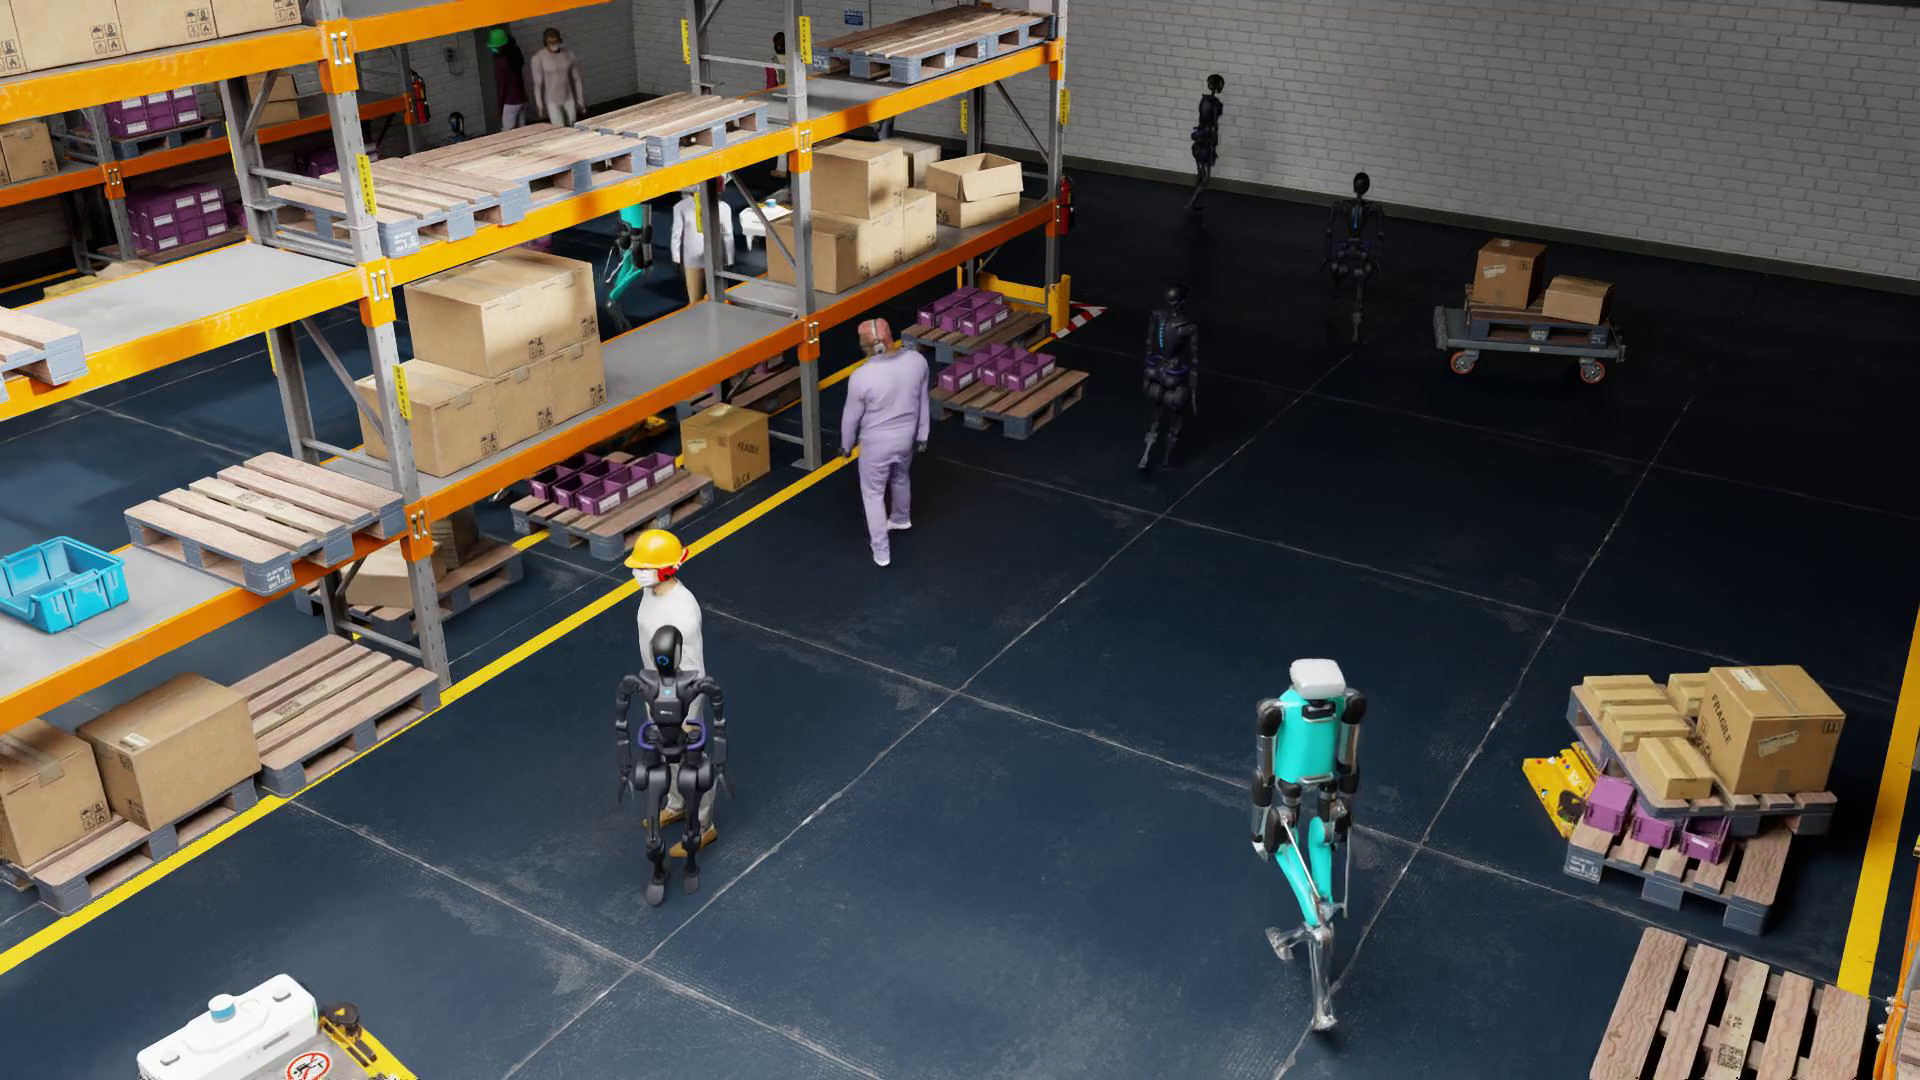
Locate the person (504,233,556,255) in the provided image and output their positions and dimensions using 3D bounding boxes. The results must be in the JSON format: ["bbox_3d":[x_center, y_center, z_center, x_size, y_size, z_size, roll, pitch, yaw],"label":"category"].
[{"bbox_3d":[-3.948,-2.555,15.506,0.535,1.830,0.521,13,30,23],"label":"person"}]

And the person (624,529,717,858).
[{"bbox_3d":[-1.530,0.800,8.829,0.360,1.896,0.562,-17,31,-30],"label":"person"}]

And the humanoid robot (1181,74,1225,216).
[{"bbox_3d":[2.910,-4.768,20.046,0.477,1.645,0.608,-5,27,-9],"label":"humanoid robot"}]

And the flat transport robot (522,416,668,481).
[{"bbox_3d":[-3.160,-0.827,13.828,0.659,0.231,1.431,16,31,29],"label":"flat transport robot"}]

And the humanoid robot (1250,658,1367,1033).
[{"bbox_3d":[1.699,1.481,7.678,0.540,1.767,0.975,-6,28,-12],"label":"humanoid robot"}]

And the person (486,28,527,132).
[{"bbox_3d":[-5.790,-5.684,21.594,0.388,1.909,0.624,7,28,13],"label":"person"}]

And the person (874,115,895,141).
[{"bbox_3d":[-0.970,-5.354,21.237,0.287,1.633,0.499,7,28,13],"label":"person"}]

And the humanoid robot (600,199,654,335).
[{"bbox_3d":[-3.247,-2.641,15.825,0.692,1.837,0.531,-22,34,-36],"label":"humanoid robot"}]

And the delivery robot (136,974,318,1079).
[{"bbox_3d":[-3.240,2.297,7.375,0.499,0.613,0.807,21,34,36],"label":"delivery robot"}]

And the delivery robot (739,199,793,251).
[{"bbox_3d":[-2.096,-3.561,18.921,0.785,0.614,0.500,7,28,13],"label":"delivery robot"}]

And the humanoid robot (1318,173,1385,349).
[{"bbox_3d":[3.770,-2.711,16.005,0.610,1.630,0.689,5,27,11],"label":"humanoid robot"}]

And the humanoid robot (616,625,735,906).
[{"bbox_3d":[-1.455,1.125,8.439,0.599,1.640,0.426,-2,27,-4],"label":"humanoid robot"}]

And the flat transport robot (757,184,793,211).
[{"bbox_3d":[-1.964,-4.096,20.270,0.659,0.231,1.431,10,28,18],"label":"flat transport robot"}]

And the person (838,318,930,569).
[{"bbox_3d":[-0.570,-0.739,11.903,0.679,1.856,0.670,-18,32,-32],"label":"person"}]

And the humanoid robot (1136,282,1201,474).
[{"bbox_3d":[1.624,-1.252,13.127,0.471,1.634,0.594,-22,34,-37],"label":"humanoid robot"}]

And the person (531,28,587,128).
[{"bbox_3d":[-5.121,-5.617,21.454,0.631,1.915,0.530,-21,33,-35],"label":"person"}]

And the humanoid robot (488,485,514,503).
[{"bbox_3d":[-3.642,-1.012,12.591,0.544,1.778,0.882,13,30,23],"label":"humanoid robot"}]

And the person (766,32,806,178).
[{"bbox_3d":[-2.280,-5.644,21.582,0.429,1.844,0.625,22,34,37],"label":"person"}]

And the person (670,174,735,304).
[{"bbox_3d":[-2.427,-2.678,15.883,0.649,1.711,0.348,-7,28,-13],"label":"person"}]

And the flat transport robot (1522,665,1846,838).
[{"bbox_3d":[4.013,1.407,9.424,1.431,0.231,0.659,-1,27,-2],"label":"flat transport robot"}]

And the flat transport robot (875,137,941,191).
[{"bbox_3d":[-1.013,-3.856,19.796,1.431,0.231,0.659,20,33,34],"label":"flat transport robot"}]

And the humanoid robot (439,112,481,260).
[{"bbox_3d":[-5.420,-3.932,18.455,0.616,1.621,0.811,-2,27,-5],"label":"humanoid robot"}]

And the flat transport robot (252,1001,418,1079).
[{"bbox_3d":[-3.127,2.554,7.165,0.659,0.231,1.431,23,35,37],"label":"flat transport robot"}]
